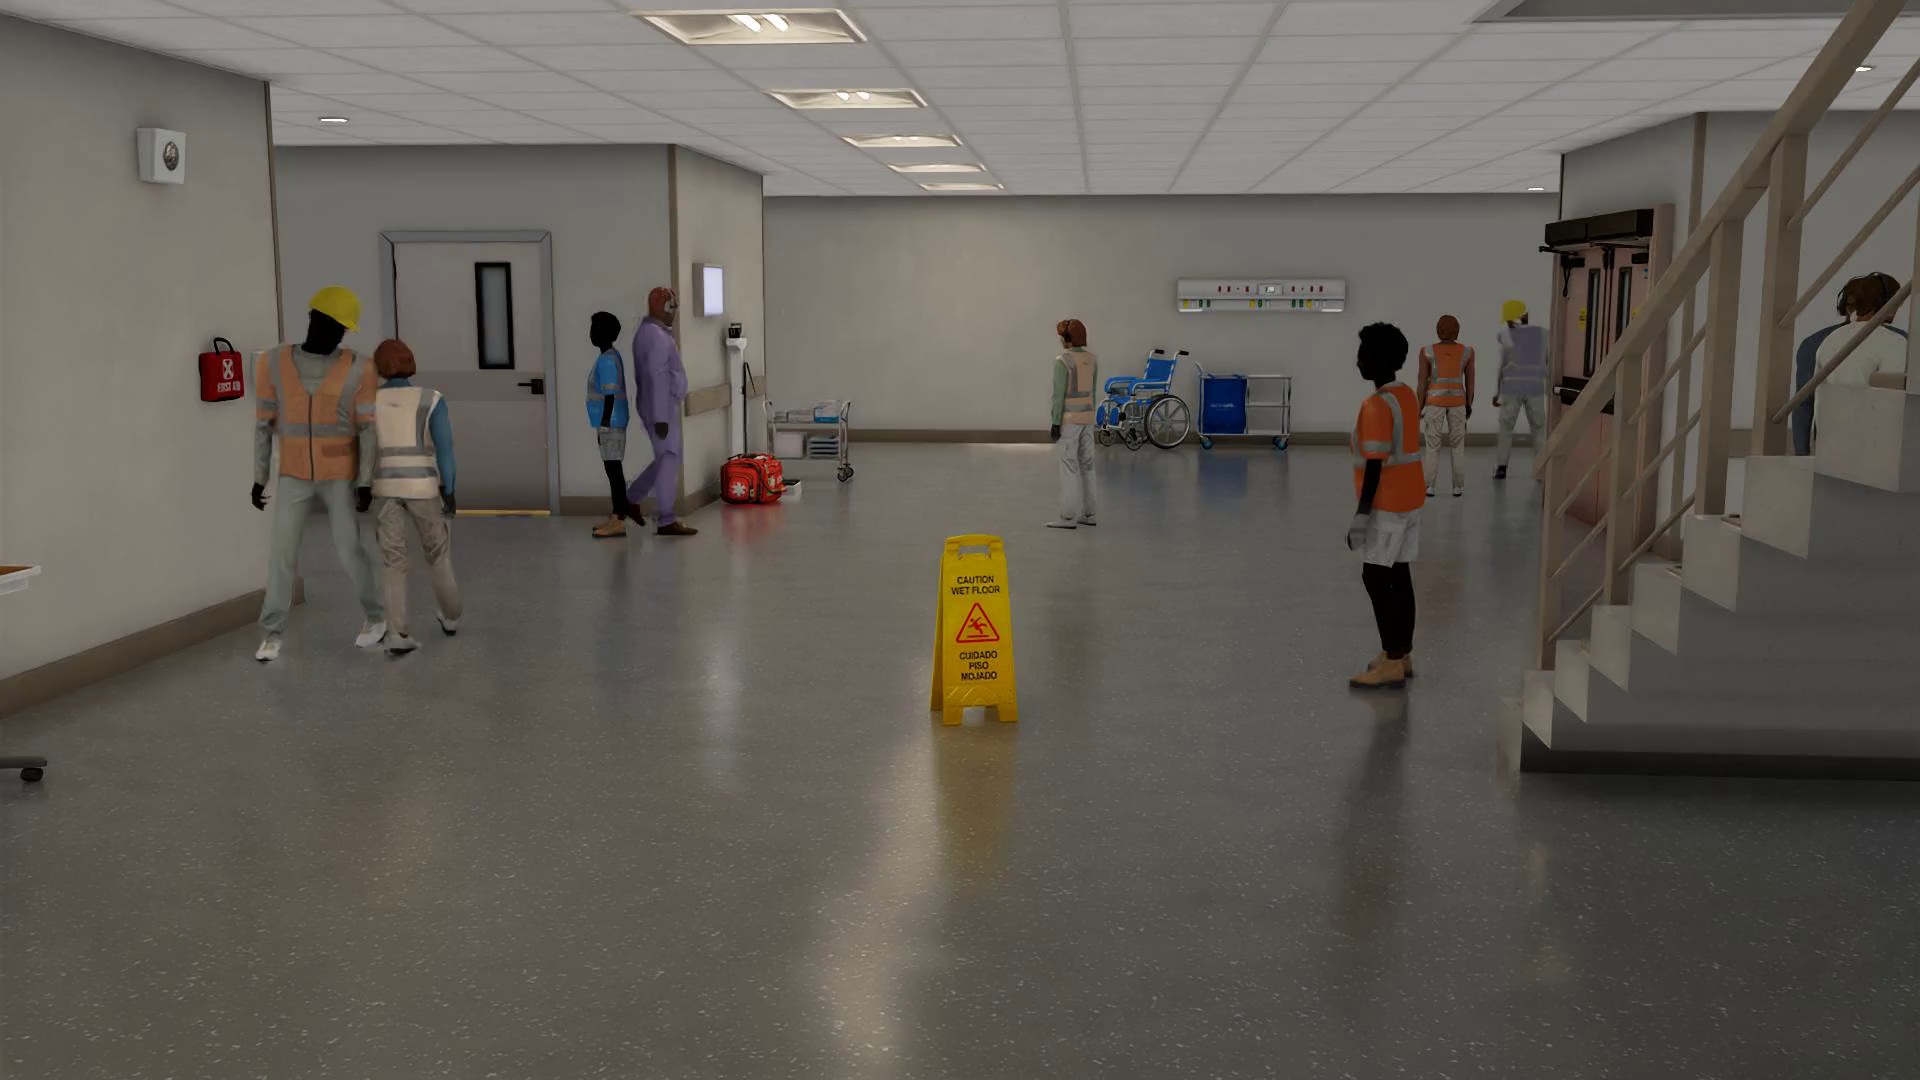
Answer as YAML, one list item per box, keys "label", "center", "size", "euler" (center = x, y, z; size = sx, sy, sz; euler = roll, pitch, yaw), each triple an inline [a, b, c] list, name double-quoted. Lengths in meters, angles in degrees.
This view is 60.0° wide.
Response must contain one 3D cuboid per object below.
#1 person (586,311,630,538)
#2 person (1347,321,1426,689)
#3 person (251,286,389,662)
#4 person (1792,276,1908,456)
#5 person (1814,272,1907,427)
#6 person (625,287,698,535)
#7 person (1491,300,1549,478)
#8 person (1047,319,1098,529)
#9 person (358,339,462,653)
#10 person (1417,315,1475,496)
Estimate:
- label: "person"
  center: [-2.650, -0.868, 12.530]
  size: [0.318, 1.697, 0.535]
  euler: [-1, 8, -10]
- label: "person"
  center: [1.983, -0.164, 7.733]
  size: [0.322, 1.698, 0.596]
  euler: [5, 10, 33]
- label: "person"
  center: [-3.263, -0.350, 8.437]
  size: [0.645, 1.871, 0.569]
  euler: [-1, 8, -7]
- label: "person"
  center: [5.104, -0.538, 9.523]
  size: [0.636, 1.928, 0.383]
  euler: [3, 9, 17]
- label: "person"
  center: [4.853, -0.463, 8.953]
  size: [0.370, 1.940, 0.627]
  euler: [-1, 8, -9]
- label: "person"
  center: [-2.301, -0.975, 12.621]
  size: [0.491, 1.884, 0.686]
  euler: [-3, 9, -18]
- label: "person"
  center: [5.589, -1.483, 16.460]
  size: [0.646, 1.783, 0.466]
  euler: [1, 8, 6]
- label: "person"
  center: [0.895, -0.905, 13.001]
  size: [0.311, 1.632, 0.517]
  euler: [7, 11, 40]
- label: "person"
  center: [-2.857, -0.237, 8.597]
  size: [0.519, 1.591, 0.766]
  euler: [-1, 8, -8]
- label: "person"
  center: [4.376, -1.204, 15.004]
  size: [0.515, 1.641, 0.308]
  euler: [1, 8, 4]
